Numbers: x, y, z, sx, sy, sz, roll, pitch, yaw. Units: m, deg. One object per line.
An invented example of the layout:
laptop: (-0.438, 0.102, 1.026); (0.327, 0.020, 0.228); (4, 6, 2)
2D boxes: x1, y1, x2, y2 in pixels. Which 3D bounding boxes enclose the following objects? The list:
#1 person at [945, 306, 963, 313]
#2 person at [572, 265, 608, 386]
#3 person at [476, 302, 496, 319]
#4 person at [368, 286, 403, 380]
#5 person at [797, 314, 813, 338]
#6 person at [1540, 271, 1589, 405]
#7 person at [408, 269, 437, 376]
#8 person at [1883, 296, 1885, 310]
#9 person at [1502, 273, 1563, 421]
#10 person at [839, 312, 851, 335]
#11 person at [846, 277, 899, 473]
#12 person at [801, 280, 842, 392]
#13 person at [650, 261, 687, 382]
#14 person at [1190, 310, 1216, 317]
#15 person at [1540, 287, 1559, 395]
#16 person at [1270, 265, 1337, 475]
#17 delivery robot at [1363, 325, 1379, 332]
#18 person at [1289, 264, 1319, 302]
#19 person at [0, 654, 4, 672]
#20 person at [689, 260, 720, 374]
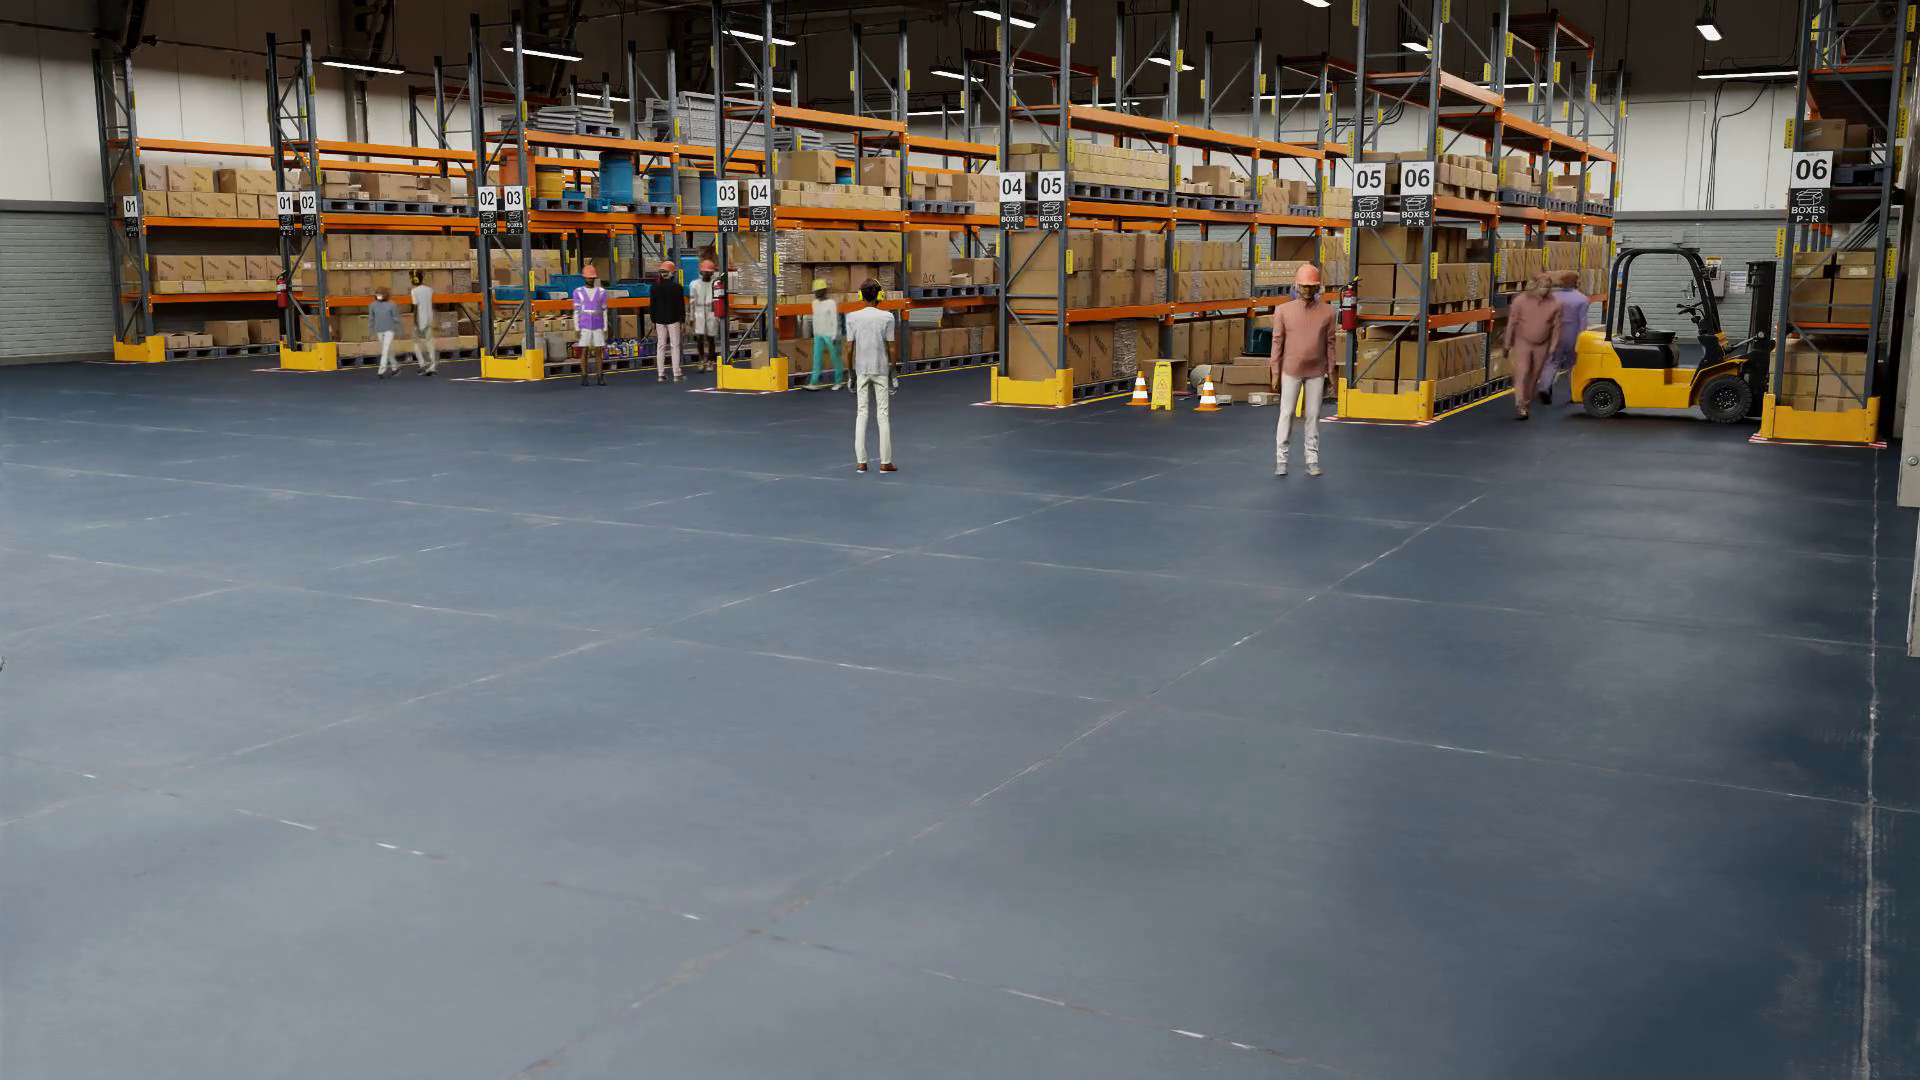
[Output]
person: (-0.080, -5.009, 36.501); (0.538, 1.714, 0.911); (2, 10, 13)
person: (-5.899, -3.416, 26.589); (0.545, 1.928, 0.393); (-4, 10, -21)
person: (-10.285, -4.901, 36.125); (0.498, 1.633, 0.284); (6, 11, 31)
person: (-9.722, -3.522, 28.196); (0.520, 1.587, 0.847); (1, 10, 7)
person: (-2.593, -3.921, 29.538); (0.624, 1.931, 0.371); (0, 10, -2)
person: (8.475, -2.828, 23.301); (0.949, 1.871, 0.647); (-9, 13, -42)
person: (-9.268, -3.736, 28.695); (0.528, 1.843, 0.557); (6, 11, 31)
person: (20.013, -5.114, 36.578); (0.389, 1.912, 0.592); (-6, 12, -33)
person: (7.229, -2.411, 20.915); (0.684, 1.850, 0.905); (0, 10, 2)
person: (-2.177, -4.568, 33.579); (0.523, 1.844, 0.824); (3, 10, 18)
person: (-0.834, -1.573, 15.949); (0.511, 1.872, 0.328); (2, 10, 10)
person: (-2.083, -3.121, 25.474); (0.549, 1.703, 0.886); (7, 12, 35)
person: (-4.830, -3.621, 27.578); (0.614, 1.990, 0.392); (3, 10, 17)
person: (4.842, -4.395, 33.184); (0.512, 1.630, 0.317); (2, 10, 11)
person: (8.722, -2.924, 24.589); (0.524, 1.615, 0.622); (5, 11, 27)
person: (3.252, -1.597, 15.728); (0.623, 1.989, 0.399); (0, 10, 0)
delivery robot: (9.371, -4.630, 37.415); (0.707, 0.478, 0.477); (-2, 10, -11)
person: (6.014, -3.878, 29.247); (0.551, 1.934, 0.373); (6, 11, 31)
person: (-4.808, -0.128, 7.679); (0.495, 1.795, 0.914); (1, 10, 3)
person: (-4.480, -3.930, 29.392); (0.616, 1.985, 1.025); (0, 10, -2)
